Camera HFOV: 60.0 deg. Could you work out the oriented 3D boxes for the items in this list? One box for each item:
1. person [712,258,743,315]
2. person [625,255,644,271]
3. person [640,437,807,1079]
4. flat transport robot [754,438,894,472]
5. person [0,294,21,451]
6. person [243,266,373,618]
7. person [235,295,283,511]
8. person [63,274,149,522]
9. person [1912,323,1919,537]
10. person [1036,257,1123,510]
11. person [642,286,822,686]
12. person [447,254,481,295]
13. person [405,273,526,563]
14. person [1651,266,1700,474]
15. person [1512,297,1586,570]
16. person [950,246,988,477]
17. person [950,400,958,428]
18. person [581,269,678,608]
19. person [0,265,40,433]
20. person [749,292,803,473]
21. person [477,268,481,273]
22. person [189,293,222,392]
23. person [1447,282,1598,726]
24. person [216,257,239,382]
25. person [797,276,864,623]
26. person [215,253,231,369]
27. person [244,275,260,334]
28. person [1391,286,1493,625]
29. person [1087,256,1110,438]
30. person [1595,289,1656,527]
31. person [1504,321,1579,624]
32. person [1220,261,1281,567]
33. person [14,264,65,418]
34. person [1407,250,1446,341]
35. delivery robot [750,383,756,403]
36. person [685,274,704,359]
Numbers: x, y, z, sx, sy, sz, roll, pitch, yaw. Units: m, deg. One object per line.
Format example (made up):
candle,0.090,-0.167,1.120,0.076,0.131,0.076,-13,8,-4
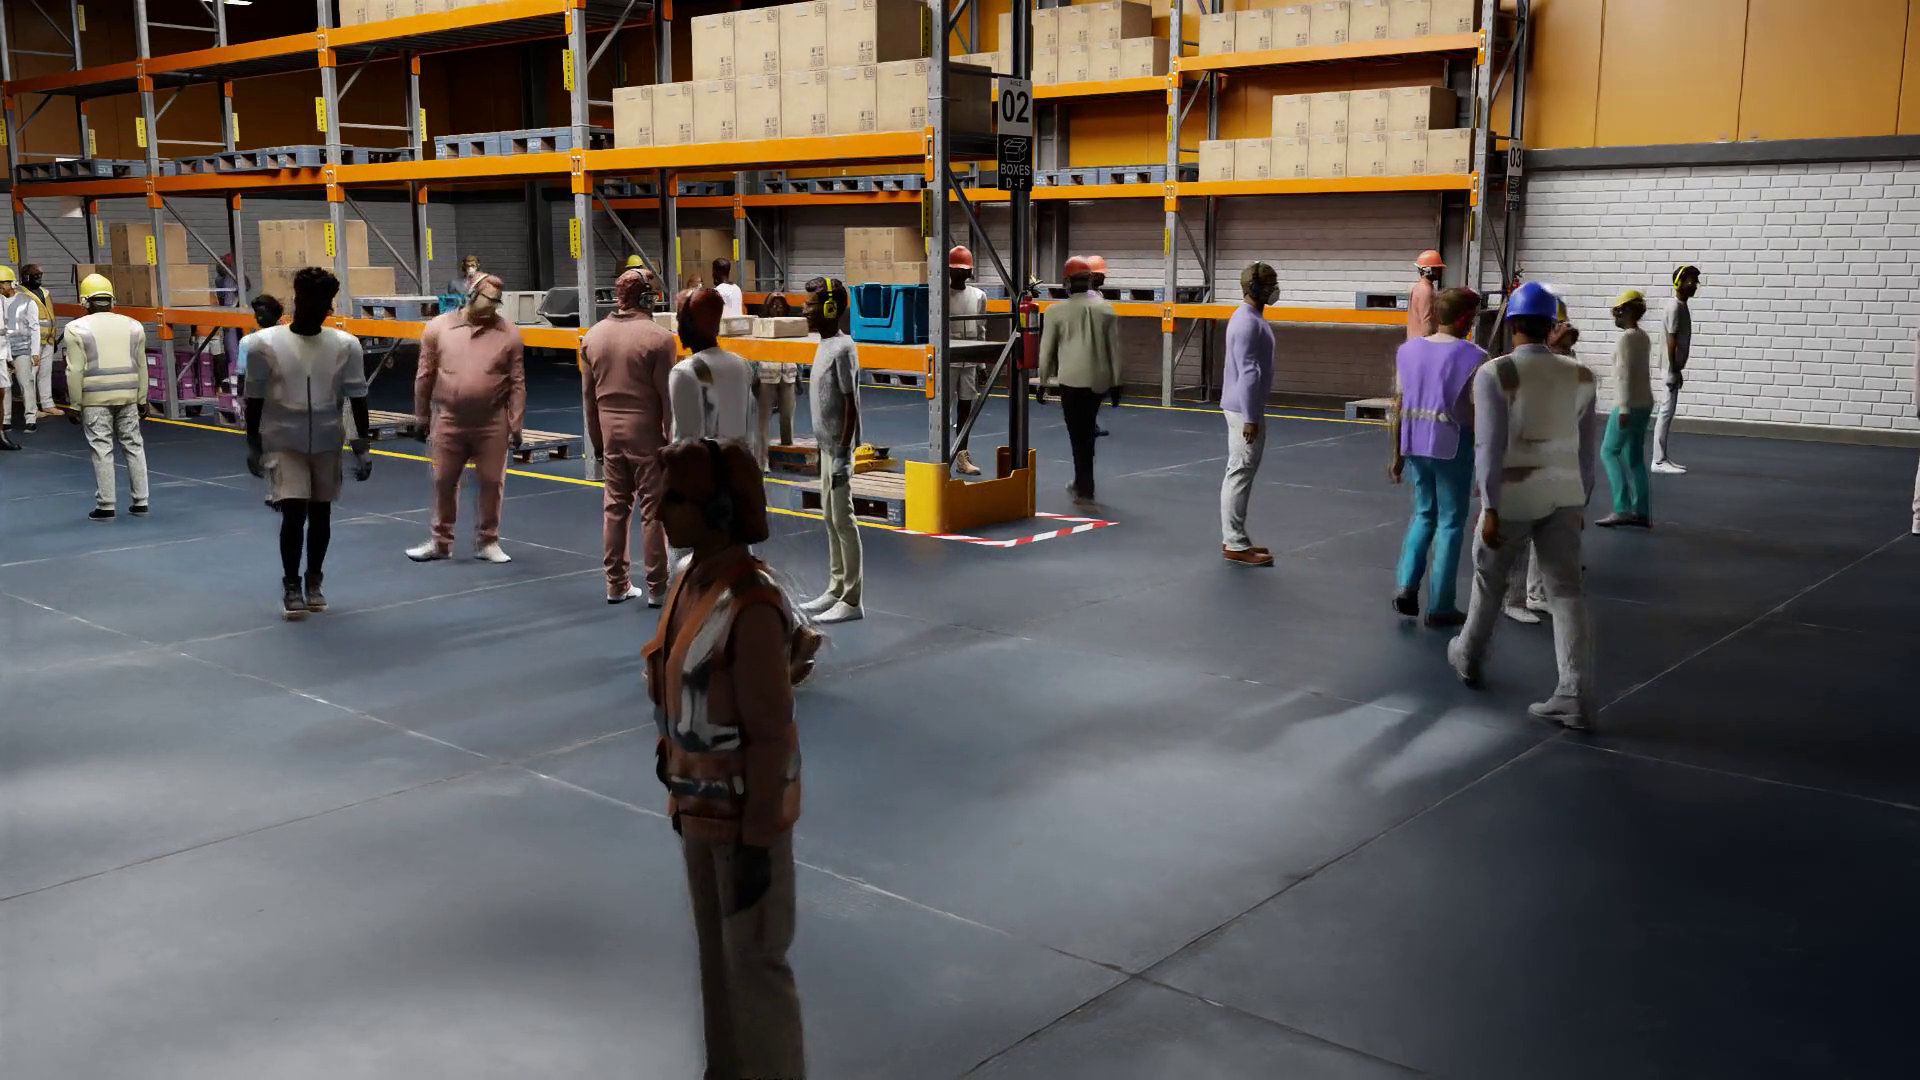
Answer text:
person,-2.721,-2.356,19.589,0.408,1.909,0.592,3,10,17
person,-4.863,-3.353,25.233,0.399,1.919,0.592,3,10,15
person,-0.494,0.594,3.548,0.312,1.638,0.521,-5,11,-27
flat transport robot,-1.360,-0.794,15.337,1.431,0.197,0.652,8,13,38
person,-9.605,-1.825,16.464,0.379,1.937,0.548,4,11,21
person,-3.568,-0.529,9.119,0.622,1.919,0.659,-6,12,-32
person,-5.336,-1.054,12.862,0.556,1.651,0.841,0,10,2
person,-6.339,-1.052,12.361,0.403,1.832,0.594,8,12,37
person,6.928,-0.936,11.500,0.403,1.904,0.652,-4,11,-20
person,0.913,-1.242,13.118,0.623,1.943,0.930,-4,11,-22
person,-1.064,-0.213,7.533,0.822,1.862,0.584,5,11,25
person,-6.386,-2.770,21.844,0.630,1.940,0.373,-3,10,-18
person,-3.166,-0.761,10.614,0.790,1.870,0.459,-2,10,-12
person,6.465,-1.534,15.021,0.332,1.866,0.514,5,11,26
person,3.706,-0.705,10.708,0.533,1.727,0.916,-3,10,-16
person,-0.014,-1.575,14.754,0.609,2.040,0.394,-5,11,-28
person,-0.119,-2.075,18.788,0.503,1.623,0.299,6,12,31
person,-1.810,-0.566,9.420,0.663,1.912,0.402,5,11,27
person,-10.366,-2.071,18.162,0.589,1.834,0.403,-1,10,-7
person,-1.663,-1.420,15.031,0.511,1.634,0.311,-6,11,-30
person,-7.697,-3.480,26.321,0.610,1.792,0.928,-9,13,-41
person,-10.267,-2.779,22.597,0.320,1.692,0.532,2,10,13
person,2.505,-0.182,7.289,0.618,1.870,1.072,-2,10,-10
person,-10.962,-3.316,25.087,0.476,1.887,0.666,-2,10,-10
person,-0.695,-0.483,9.017,0.333,1.872,0.515,-3,10,-17
person,-12.140,-3.818,27.810,0.544,1.938,0.355,3,10,18
person,-11.509,-3.474,26.797,0.595,1.594,0.737,-1,10,-5
person,2.565,-0.434,8.863,0.440,1.824,0.615,-8,13,-38
person,1.420,-2.061,17.804,0.364,1.939,0.542,5,11,29
person,4.884,-0.960,12.134,0.477,1.719,0.562,9,13,41
person,3.169,-0.373,9.054,0.510,1.639,0.308,-8,13,-38
person,1.857,-0.811,10.688,0.372,1.939,0.629,2,10,9
person,-11.073,-2.385,19.954,0.429,1.837,0.626,1,10,7
person,4.958,-2.081,17.760,0.377,1.995,0.608,1,10,5
delivery robot,-2.537,-1.895,20.534,0.707,0.478,0.477,-1,10,-7
person,-4.110,-3.317,25.856,0.281,1.625,0.493,6,12,32
